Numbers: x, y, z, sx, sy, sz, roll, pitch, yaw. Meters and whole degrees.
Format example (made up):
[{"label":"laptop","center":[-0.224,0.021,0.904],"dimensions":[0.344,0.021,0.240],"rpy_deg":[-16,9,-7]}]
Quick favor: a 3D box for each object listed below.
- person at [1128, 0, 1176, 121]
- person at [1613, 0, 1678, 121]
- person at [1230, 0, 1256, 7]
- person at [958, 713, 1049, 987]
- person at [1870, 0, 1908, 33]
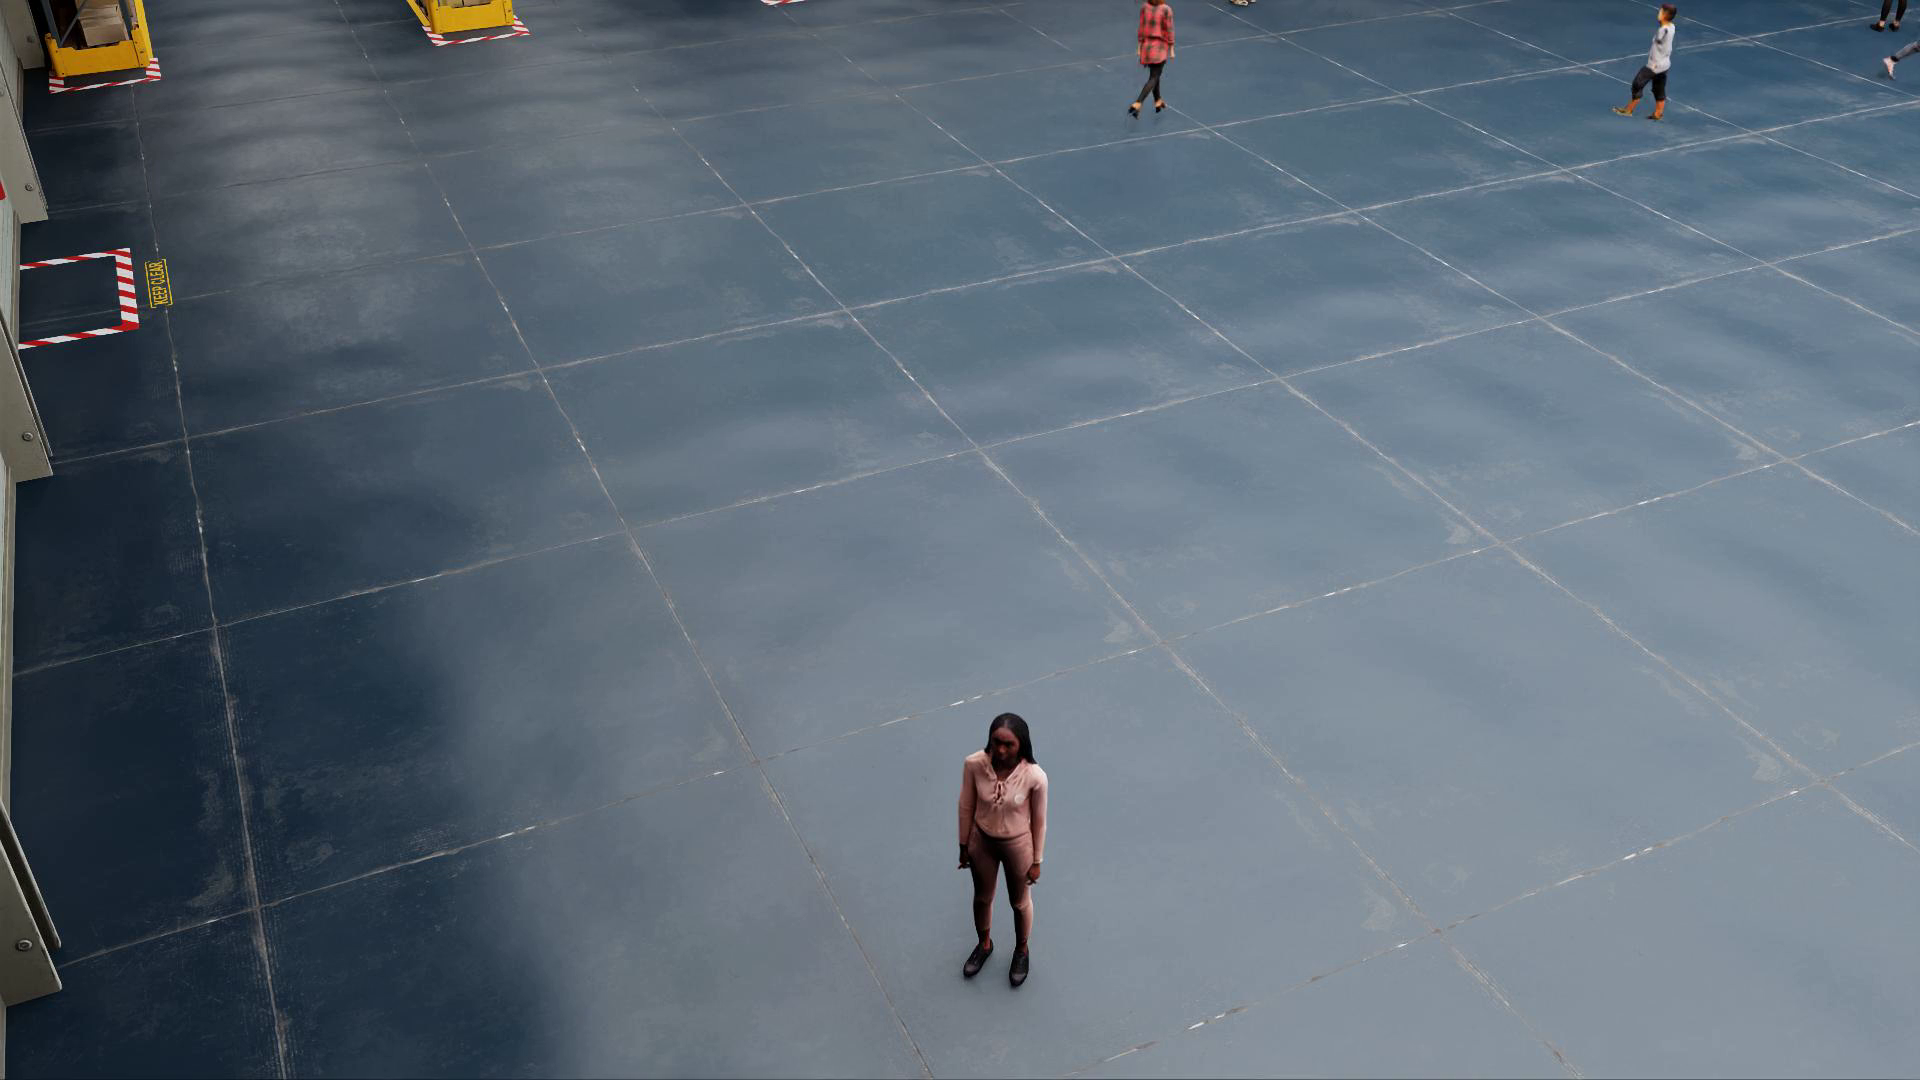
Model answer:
[{"label":"person","center":[2.344,-5.958,20.366],"dimensions":[1.139,1.669,0.983],"rpy_deg":[26,41,34]},{"label":"person","center":[8.677,-5.907,20.498],"dimensions":[0.934,1.439,0.799],"rpy_deg":[26,41,34]},{"label":"person","center":[4.330,-8.949,24.837],"dimensions":[0.661,1.808,0.689],"rpy_deg":[27,42,35]},{"label":"person","center":[0.224,1.607,8.688],"dimensions":[0.698,1.720,0.745],"rpy_deg":[9,34,14]},{"label":"person","center":[13.403,-8.115,23.643],"dimensions":[0.681,1.712,0.673],"rpy_deg":[1,33,2]}]
